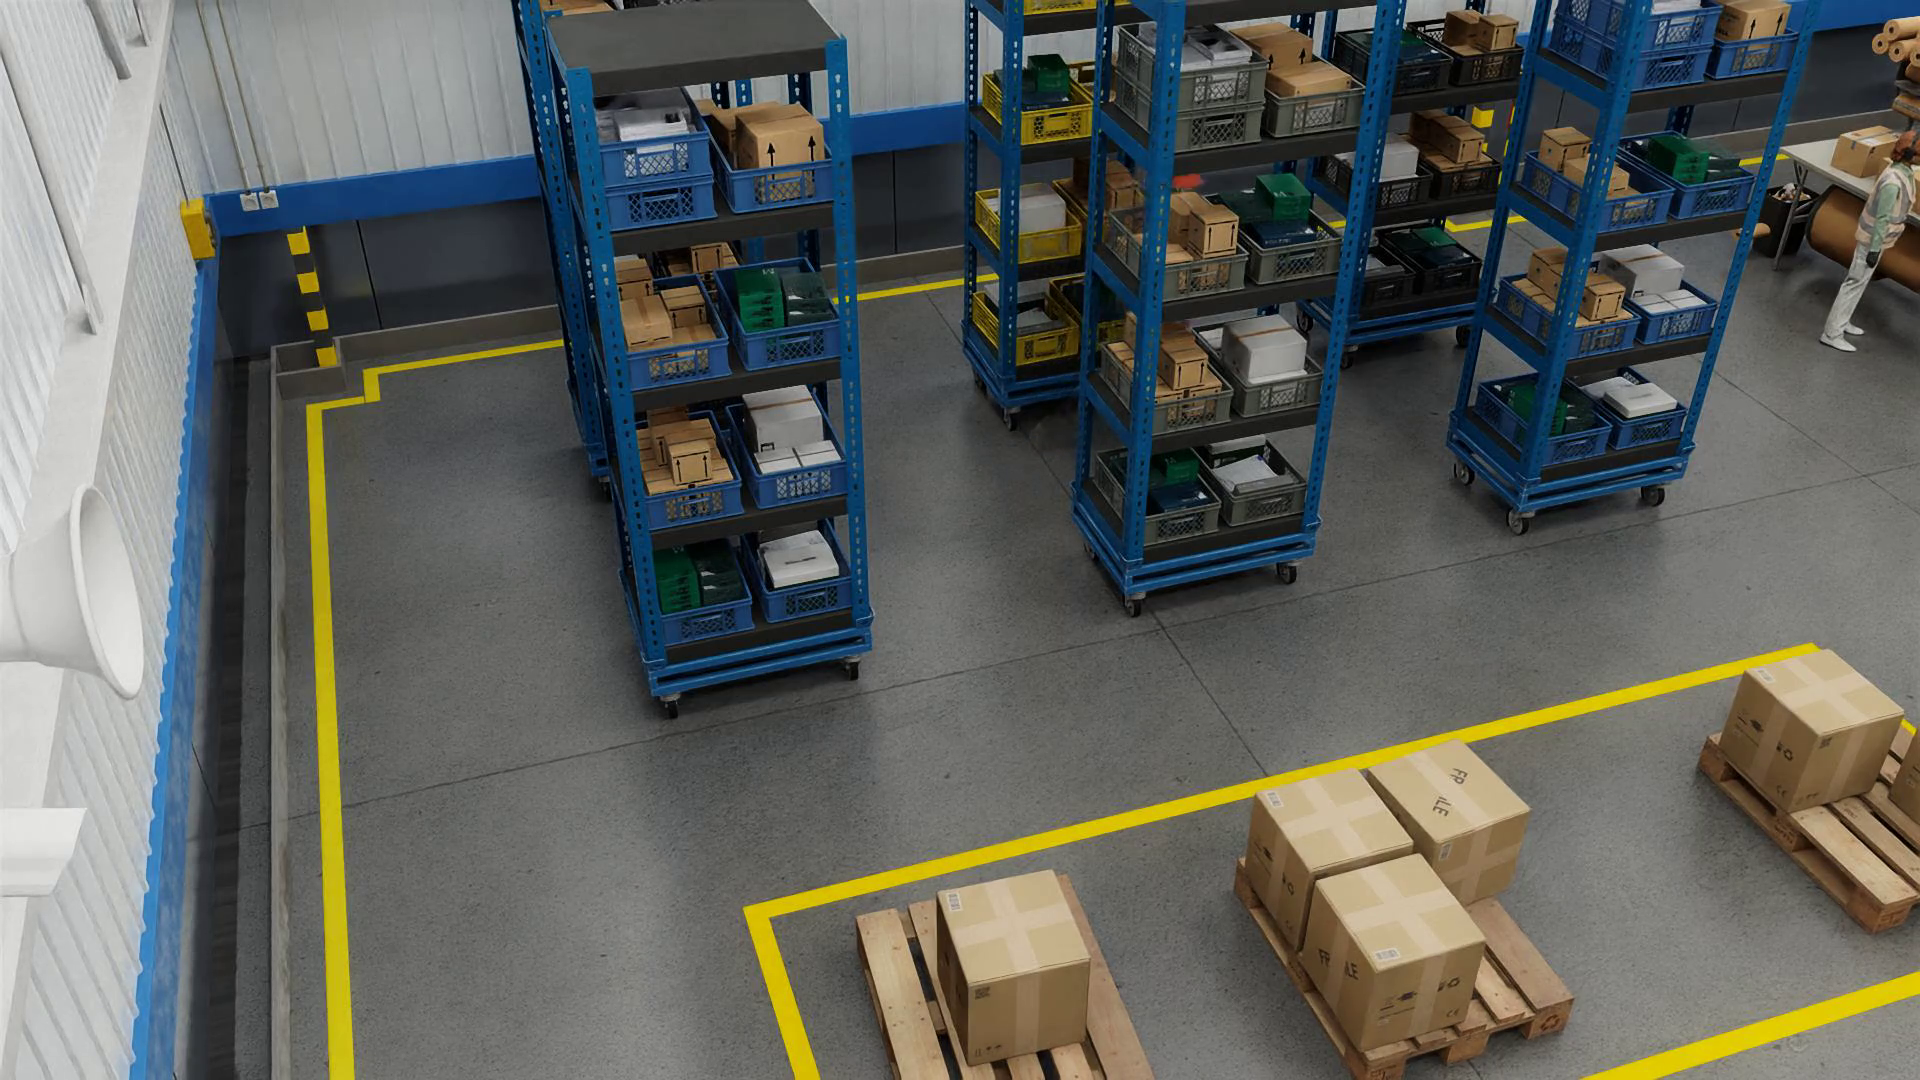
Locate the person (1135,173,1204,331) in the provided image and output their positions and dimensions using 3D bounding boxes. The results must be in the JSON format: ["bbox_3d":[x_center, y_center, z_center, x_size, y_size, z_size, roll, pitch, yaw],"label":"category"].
[{"bbox_3d":[1.269,-1.525,10.717,0.519,1.980,0.642,-11,37,-15],"label":"person"}]

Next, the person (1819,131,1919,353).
[{"bbox_3d":[6.555,-2.140,11.892,0.312,1.631,0.514,21,40,27],"label":"person"}]
